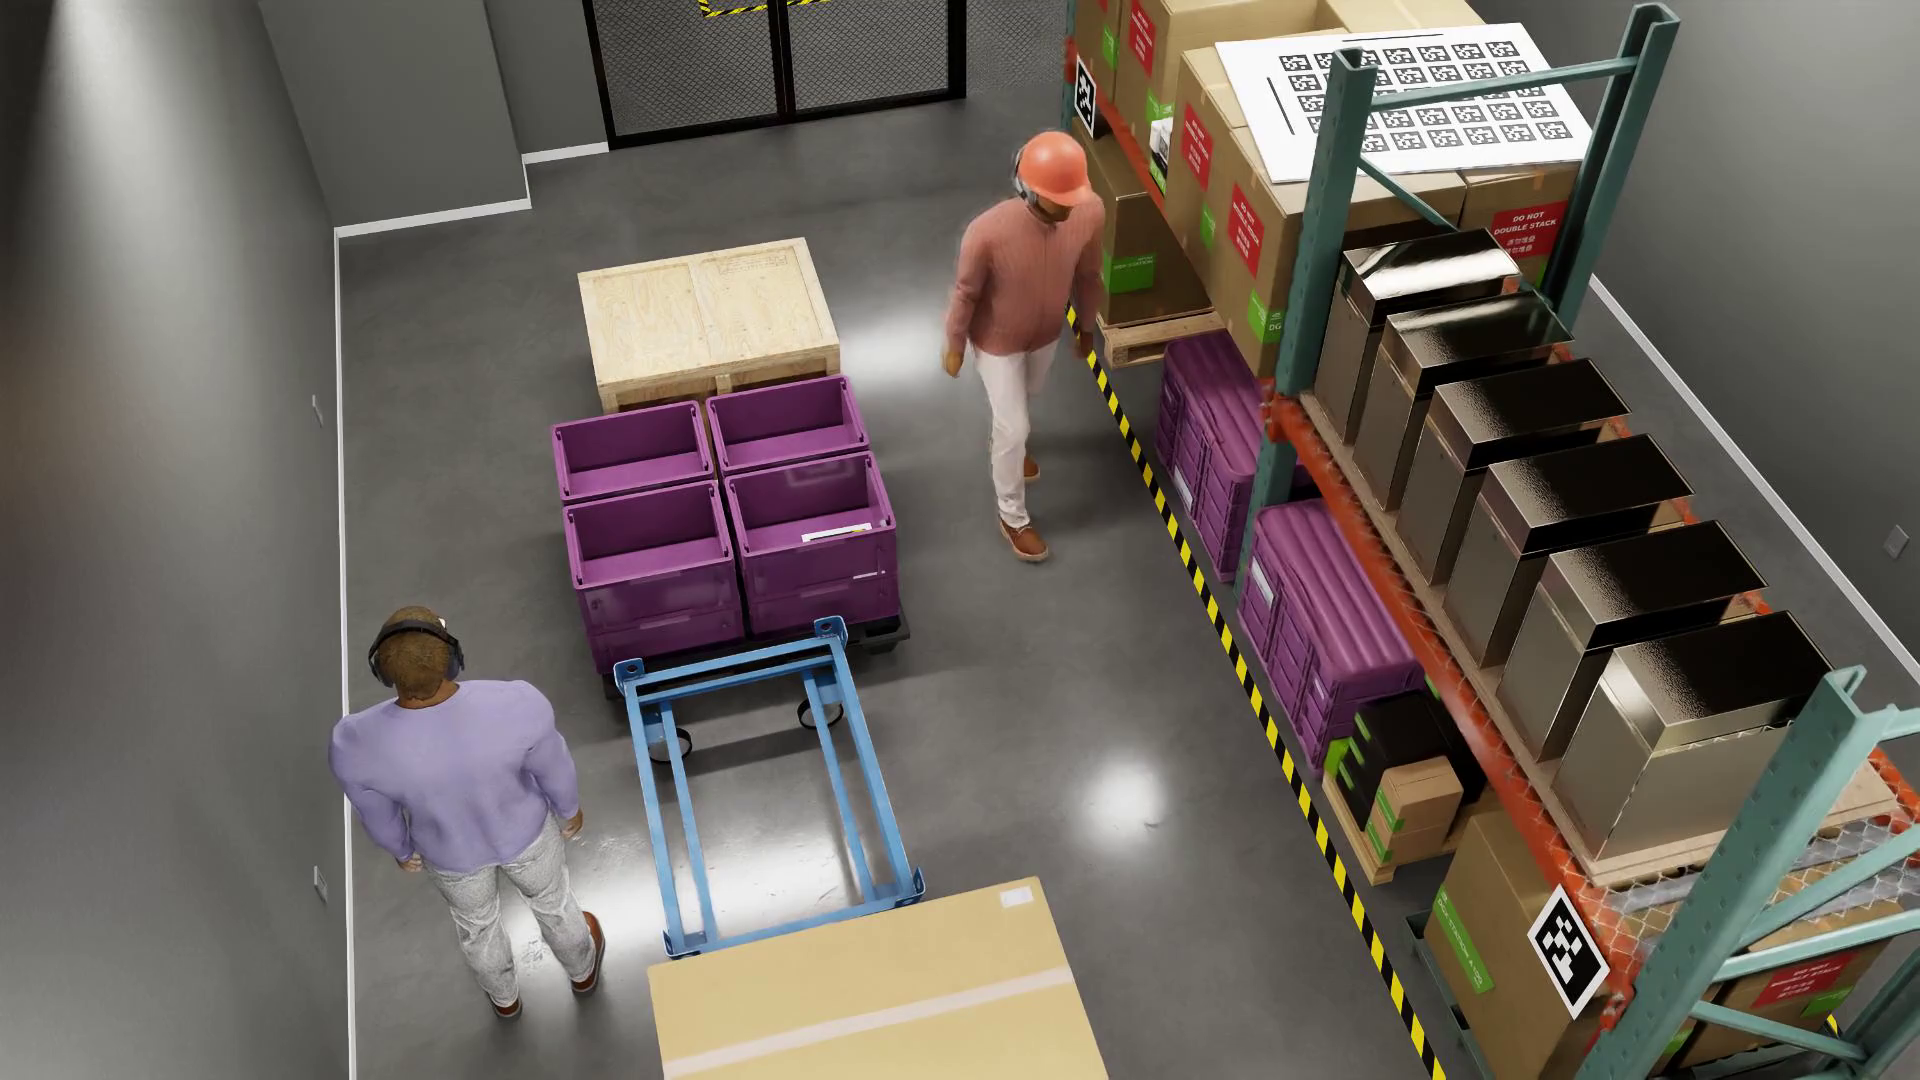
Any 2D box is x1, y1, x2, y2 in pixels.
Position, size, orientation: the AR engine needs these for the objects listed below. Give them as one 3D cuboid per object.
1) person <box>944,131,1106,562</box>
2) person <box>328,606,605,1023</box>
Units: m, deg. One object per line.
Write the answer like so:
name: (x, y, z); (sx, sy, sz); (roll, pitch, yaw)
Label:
person: (0.290, -0.807, 6.628); (0.631, 1.945, 0.850); (-23, 52, -20)
person: (-1.460, 0.874, 5.084); (0.632, 1.940, 0.372); (-13, 49, -12)
